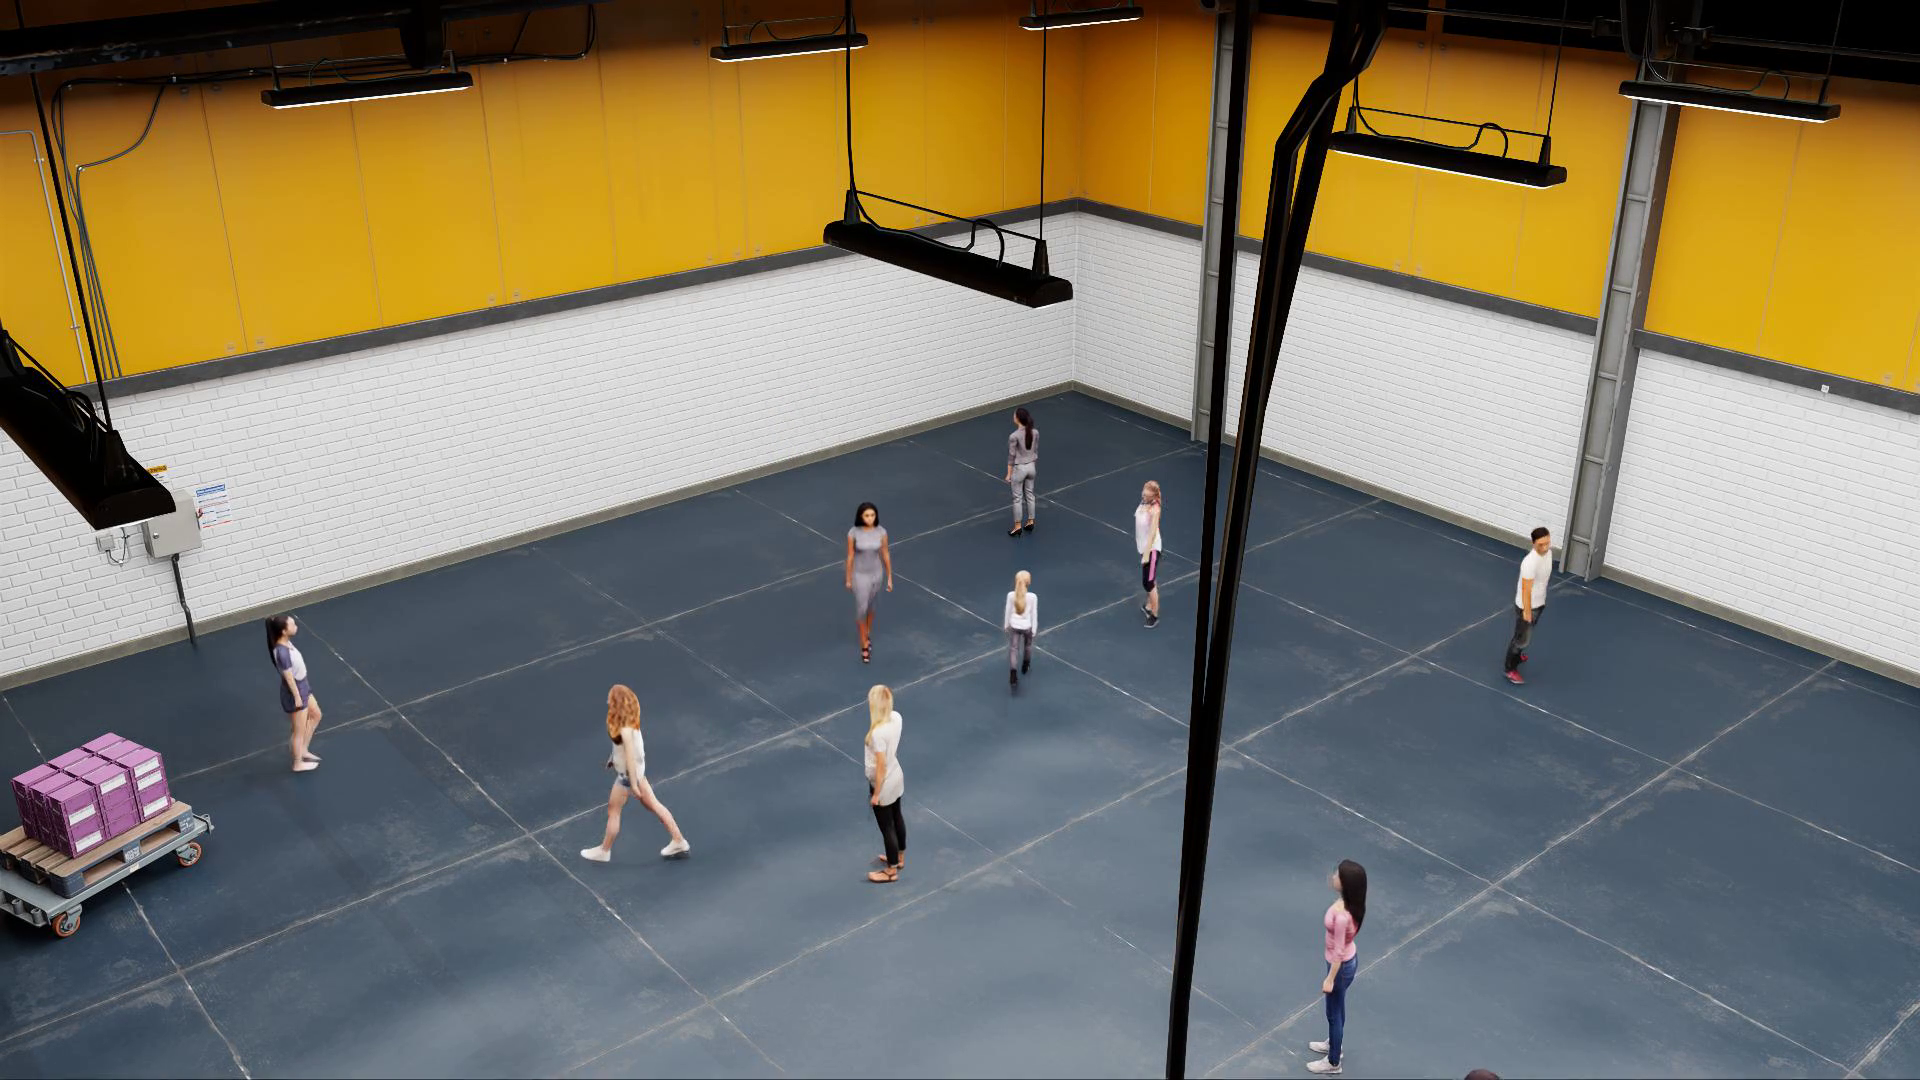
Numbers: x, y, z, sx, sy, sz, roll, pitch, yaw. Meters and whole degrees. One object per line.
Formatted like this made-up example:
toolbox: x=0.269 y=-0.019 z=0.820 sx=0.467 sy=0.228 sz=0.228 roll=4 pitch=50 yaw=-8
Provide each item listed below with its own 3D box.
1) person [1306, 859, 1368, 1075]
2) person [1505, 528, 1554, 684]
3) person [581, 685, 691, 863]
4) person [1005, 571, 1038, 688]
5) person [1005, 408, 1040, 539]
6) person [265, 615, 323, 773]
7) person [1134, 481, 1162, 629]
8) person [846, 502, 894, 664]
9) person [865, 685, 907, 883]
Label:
person: x=2.696 y=3.023 z=11.828 sx=0.668 sy=1.743 sz=0.647 roll=8 pitch=25 yaw=17
person: x=5.887 y=0.628 z=17.272 sx=0.727 sy=1.770 sz=0.899 roll=10 pitch=26 yaw=22
person: x=-2.697 y=2.016 z=14.171 sx=1.114 sy=1.711 sz=1.142 roll=-1 pitch=24 yaw=-2
person: x=0.616 y=0.931 z=17.212 sx=0.872 sy=1.263 sz=0.898 roll=4 pitch=24 yaw=8
person: x=0.778 y=-0.847 z=20.762 sx=0.623 sy=1.678 sz=0.584 roll=-17 pitch=29 yaw=-34
person: x=-6.313 y=1.449 z=15.557 sx=0.754 sy=1.639 sz=0.624 roll=-8 pitch=25 yaw=-17
person: x=2.129 y=0.089 z=18.526 sx=0.865 sy=1.753 sz=0.732 roll=3 pitch=24 yaw=7
person: x=-1.016 y=0.394 z=17.816 sx=0.796 sy=1.764 sz=0.895 roll=-7 pitch=24 yaw=-15
person: x=-0.611 y=2.037 z=13.982 sx=0.705 sy=1.824 sz=0.695 roll=8 pitch=25 yaw=17
